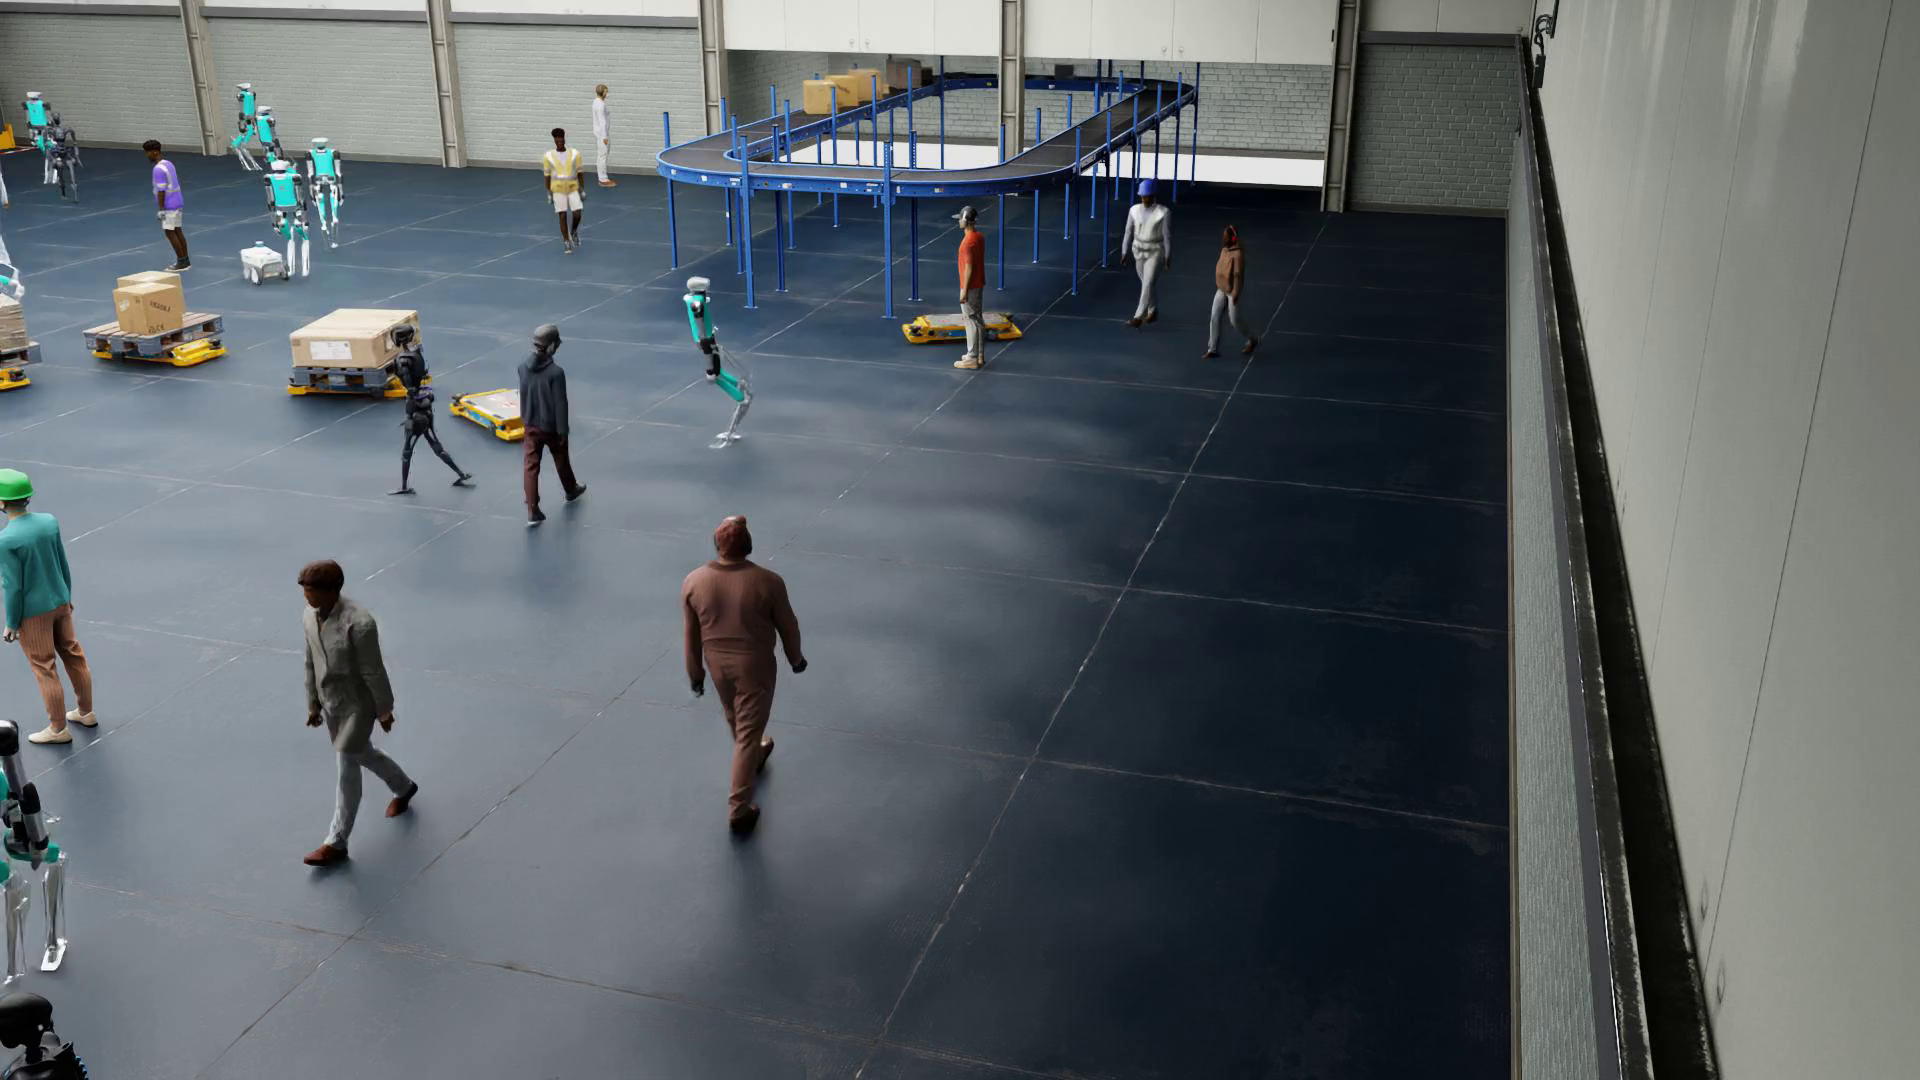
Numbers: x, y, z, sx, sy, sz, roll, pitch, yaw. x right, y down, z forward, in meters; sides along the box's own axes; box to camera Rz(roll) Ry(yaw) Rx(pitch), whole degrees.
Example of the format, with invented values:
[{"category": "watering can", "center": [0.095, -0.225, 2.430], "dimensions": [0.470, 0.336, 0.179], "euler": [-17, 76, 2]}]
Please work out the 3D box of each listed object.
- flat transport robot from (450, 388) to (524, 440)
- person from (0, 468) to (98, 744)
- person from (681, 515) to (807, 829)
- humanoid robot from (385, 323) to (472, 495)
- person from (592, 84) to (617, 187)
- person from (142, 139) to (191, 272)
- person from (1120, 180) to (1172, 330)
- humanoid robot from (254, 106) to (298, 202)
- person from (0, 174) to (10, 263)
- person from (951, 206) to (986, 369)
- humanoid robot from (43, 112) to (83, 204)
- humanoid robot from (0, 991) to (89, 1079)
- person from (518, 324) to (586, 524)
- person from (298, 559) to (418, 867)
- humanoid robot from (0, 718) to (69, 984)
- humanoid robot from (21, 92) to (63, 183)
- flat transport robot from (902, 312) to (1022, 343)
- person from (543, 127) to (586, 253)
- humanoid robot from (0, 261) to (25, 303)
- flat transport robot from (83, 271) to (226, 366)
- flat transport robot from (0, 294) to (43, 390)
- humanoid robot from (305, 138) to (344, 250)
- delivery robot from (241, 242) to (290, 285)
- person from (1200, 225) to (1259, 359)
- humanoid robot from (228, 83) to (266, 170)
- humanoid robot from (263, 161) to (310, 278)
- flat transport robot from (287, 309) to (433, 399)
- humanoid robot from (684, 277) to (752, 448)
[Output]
[{"category": "flat transport robot", "center": [-4.819, -1.351, 17.681], "dimensions": [0.659, 0.231, 1.431], "euler": [-17, 27, -37]}, {"category": "person", "center": [-5.993, 0.434, 10.820], "dimensions": [0.349, 1.876, 0.518], "euler": [7, 22, 17]}, {"category": "person", "center": [-1.301, 0.741, 10.056], "dimensions": [0.655, 1.850, 1.019], "euler": [6, 22, 14]}, {"category": "humanoid robot", "center": [-5.023, -1.228, 15.486], "dimensions": [0.785, 1.629, 0.610], "euler": [-3, 21, -8]}, {"category": "person", "center": [-6.903, -7.827, 32.161], "dimensions": [0.351, 1.937, 0.634], "euler": [-6, 22, -16]}, {"category": "person", "center": [-11.816, -4.985, 24.778], "dimensions": [0.437, 1.943, 0.612], "euler": [-3, 21, -8]}, {"category": "person", "center": [2.355, -3.670, 21.422], "dimensions": [0.623, 1.894, 1.015], "euler": [15, 25, 33]}, {"category": "humanoid robot", "center": [-12.385, -7.042, 30.314], "dimensions": [0.536, 1.738, 0.674], "euler": [15, 26, 34]}, {"category": "person", "center": [-14.945, -5.185, 25.384], "dimensions": [0.868, 1.882, 0.609], "euler": [11, 24, 26]}, {"category": "person", "center": [0.091, -2.981, 19.630], "dimensions": [0.410, 1.910, 0.480], "euler": [7, 22, 18]}, {"category": "humanoid robot", "center": [-16.432, -7.005, 30.461], "dimensions": [0.583, 1.635, 0.772], "euler": [-14, 25, -32]}, {"category": "humanoid robot", "center": [-3.263, 2.359, 6.084], "dimensions": [0.315, 1.655, 0.599], "euler": [-8, 22, -19]}, {"category": "person", "center": [-3.689, -1.067, 14.878], "dimensions": [0.511, 1.748, 0.958], "euler": [6, 22, 14]}, {"category": "person", "center": [-3.537, 0.937, 9.635], "dimensions": [0.526, 1.800, 0.905], "euler": [11, 24, 27]}, {"category": "humanoid robot", "center": [-4.815, 1.441, 8.431], "dimensions": [0.531, 1.786, 0.759], "euler": [-2, 21, -4]}, {"category": "humanoid robot", "center": [-17.861, -7.867, 32.579], "dimensions": [0.531, 1.825, 0.654], "euler": [1, 21, 2]}, {"category": "flat transport robot", "center": [0.021, -2.703, 21.187], "dimensions": [1.431, 0.231, 0.659], "euler": [-4, 21, -10]}, {"category": "person", "center": [-6.179, -5.477, 26.053], "dimensions": [0.632, 1.942, 0.440], "euler": [-7, 22, -18]}, {"category": "humanoid robot", "center": [-12.265, -3.445, 21.092], "dimensions": [0.848, 1.783, 0.530], "euler": [-4, 22, -11]}, {"category": "flat transport robot", "center": [-9.743, -2.334, 20.232], "dimensions": [1.431, 0.231, 0.659], "euler": [7, 22, 17]}, {"category": "flat transport robot", "center": [-11.387, -1.913, 19.140], "dimensions": [1.431, 0.231, 0.659], "euler": [15, 26, 34]}, {"category": "humanoid robot", "center": [-9.925, -5.333, 26.005], "dimensions": [0.530, 1.796, 0.827], "euler": [-4, 21, -10]}, {"category": "delivery robot", "center": [-10.167, -4.037, 24.275], "dimensions": [0.801, 0.612, 0.499], "euler": [20, 29, 41]}, {"category": "person", "center": [3.306, -2.985, 20.040], "dimensions": [0.725, 1.634, 0.468], "euler": [-11, 24, -26]}, {"category": "humanoid robot", "center": [-14.686, -8.416, 33.953], "dimensions": [0.698, 1.785, 0.542], "euler": [4, 21, 10]}, {"category": "humanoid robot", "center": [-9.660, -4.665, 24.097], "dimensions": [0.533, 1.691, 0.743], "euler": [-2, 21, -5]}, {"category": "flat transport robot", "center": [-6.802, -1.812, 18.878], "dimensions": [1.431, 0.231, 0.659], "euler": [2, 21, 5]}, {"category": "humanoid robot", "center": [-2.372, -1.789, 16.765], "dimensions": [0.725, 1.763, 0.532], "euler": [-4, 21, -10]}]
